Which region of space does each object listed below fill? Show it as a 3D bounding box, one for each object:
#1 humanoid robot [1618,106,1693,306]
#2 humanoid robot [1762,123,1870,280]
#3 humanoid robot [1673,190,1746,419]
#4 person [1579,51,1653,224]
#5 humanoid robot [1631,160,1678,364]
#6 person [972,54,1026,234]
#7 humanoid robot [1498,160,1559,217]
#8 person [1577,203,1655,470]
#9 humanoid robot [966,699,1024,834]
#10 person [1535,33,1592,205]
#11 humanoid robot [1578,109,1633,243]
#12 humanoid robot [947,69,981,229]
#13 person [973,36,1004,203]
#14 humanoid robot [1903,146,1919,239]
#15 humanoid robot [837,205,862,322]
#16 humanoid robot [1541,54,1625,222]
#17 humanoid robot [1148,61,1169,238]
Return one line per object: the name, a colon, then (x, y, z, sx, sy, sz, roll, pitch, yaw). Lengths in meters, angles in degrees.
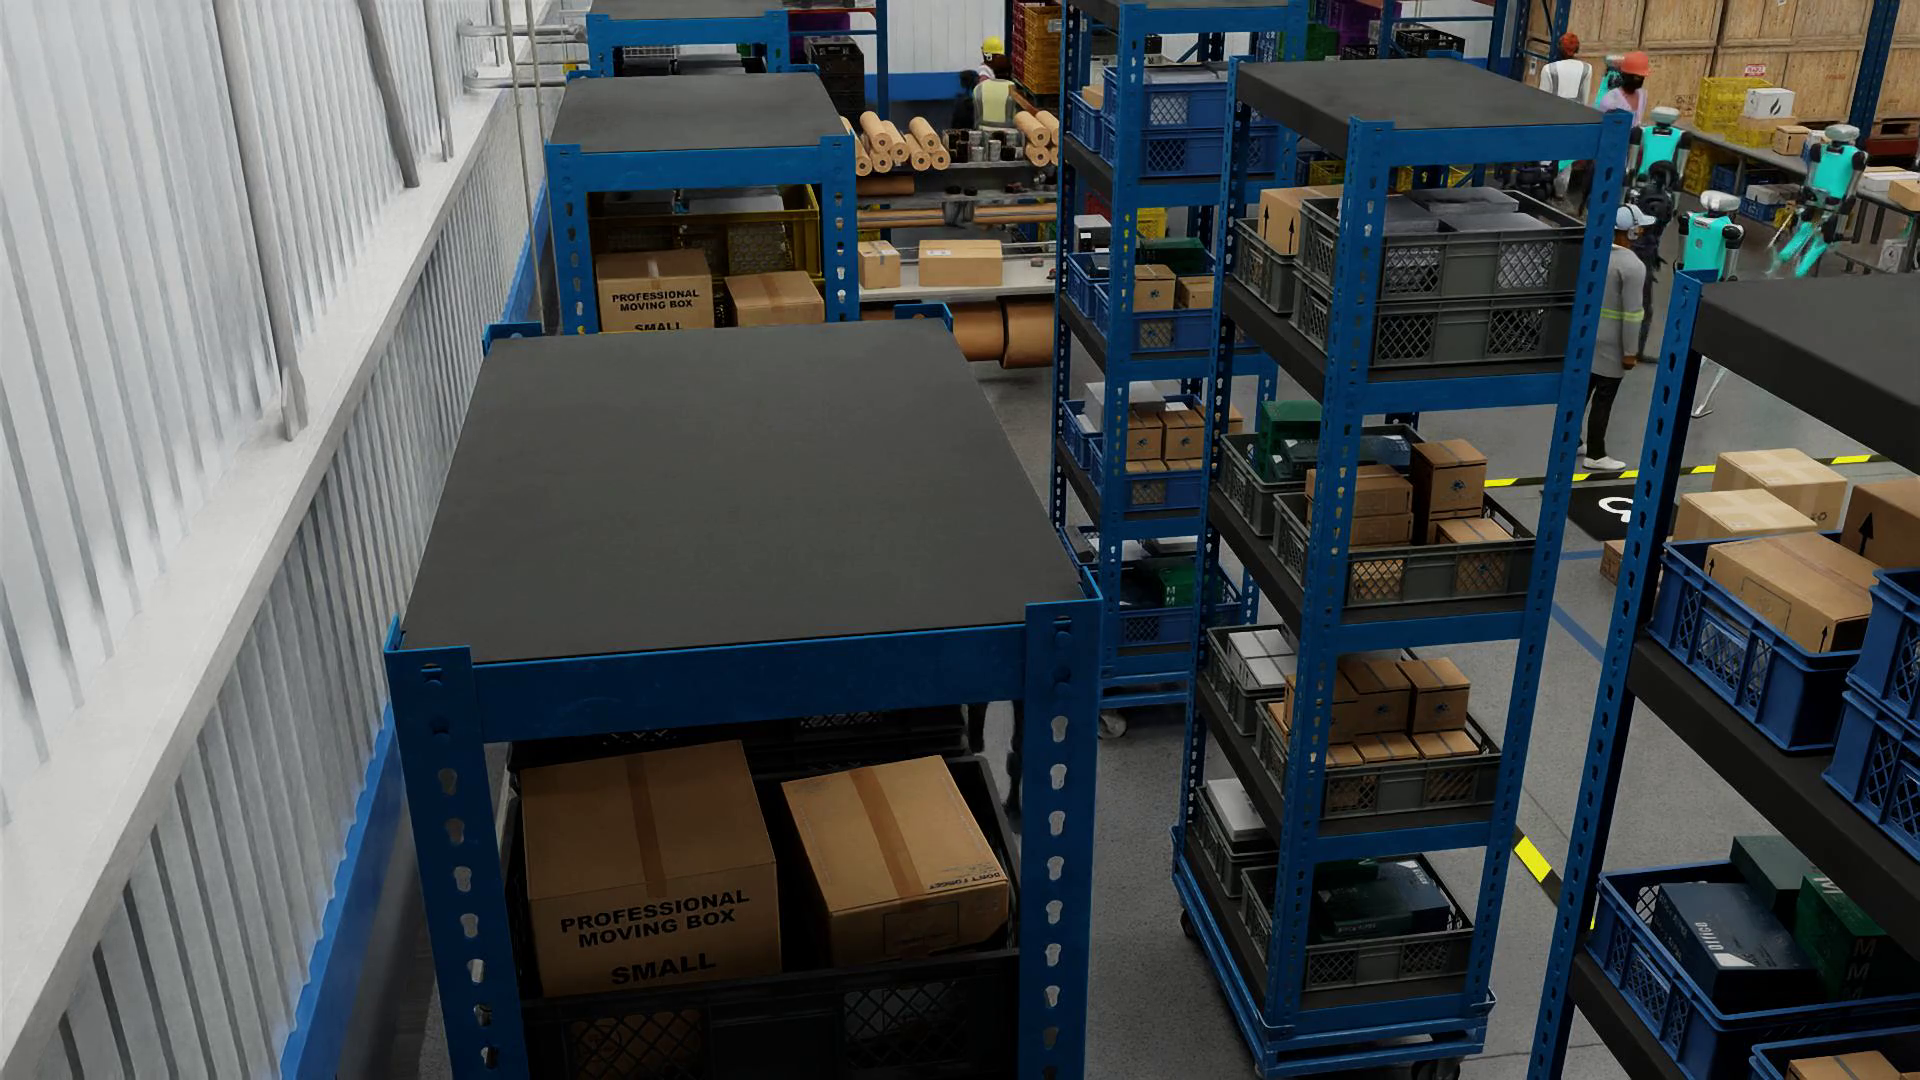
humanoid robot: (6.166, -2.952, 14.924, 0.532, 1.768, 0.700, 10, 27, 21)
humanoid robot: (7.253, -2.651, 14.321, 0.784, 1.778, 0.551, -11, 27, -23)
humanoid robot: (5.554, -1.739, 12.157, 0.735, 1.681, 0.533, -11, 27, -23)
person: (6.490, -3.815, 16.485, 0.640, 2.027, 0.545, -15, 29, -30)
humanoid robot: (5.649, -2.284, 13.582, 0.414, 1.652, 0.593, 11, 27, 23)
person: (0.440, -4.135, 17.411, 0.625, 1.837, 0.430, 12, 27, 24)
humanoid robot: (5.519, -3.471, 16.145, 0.608, 1.649, 0.359, -4, 25, -9)
person: (4.468, -1.392, 11.430, 0.374, 1.852, 0.589, -7, 26, -14)
humanoid robot: (0.181, 0.496, 7.557, 0.598, 1.641, 0.573, -6, 25, -13)
person: (6.675, -4.678, 18.534, 0.574, 1.884, 0.356, -2, 25, -4)
humanoid robot: (6.102, -3.216, 15.617, 0.409, 1.636, 0.587, -14, 28, -28)
humanoid robot: (-0.003, -4.161, 17.707, 0.472, 1.641, 0.593, -15, 29, -29)
person: (0.350, -4.729, 18.723, 0.404, 1.824, 0.584, 5, 25, 11)
humanoid robot: (8.922, -3.065, 15.328, 0.548, 1.889, 0.782, 22, 33, 40)
humanoid robot: (-0.967, -2.281, 13.587, 0.389, 1.635, 0.609, 8, 26, 17)
humanoid robot: (6.629, -4.337, 17.978, 0.867, 1.780, 0.592, 7, 26, 15)
humanoid robot: (2.103, -3.998, 17.301, 0.557, 1.832, 0.887, -5, 25, -10)
